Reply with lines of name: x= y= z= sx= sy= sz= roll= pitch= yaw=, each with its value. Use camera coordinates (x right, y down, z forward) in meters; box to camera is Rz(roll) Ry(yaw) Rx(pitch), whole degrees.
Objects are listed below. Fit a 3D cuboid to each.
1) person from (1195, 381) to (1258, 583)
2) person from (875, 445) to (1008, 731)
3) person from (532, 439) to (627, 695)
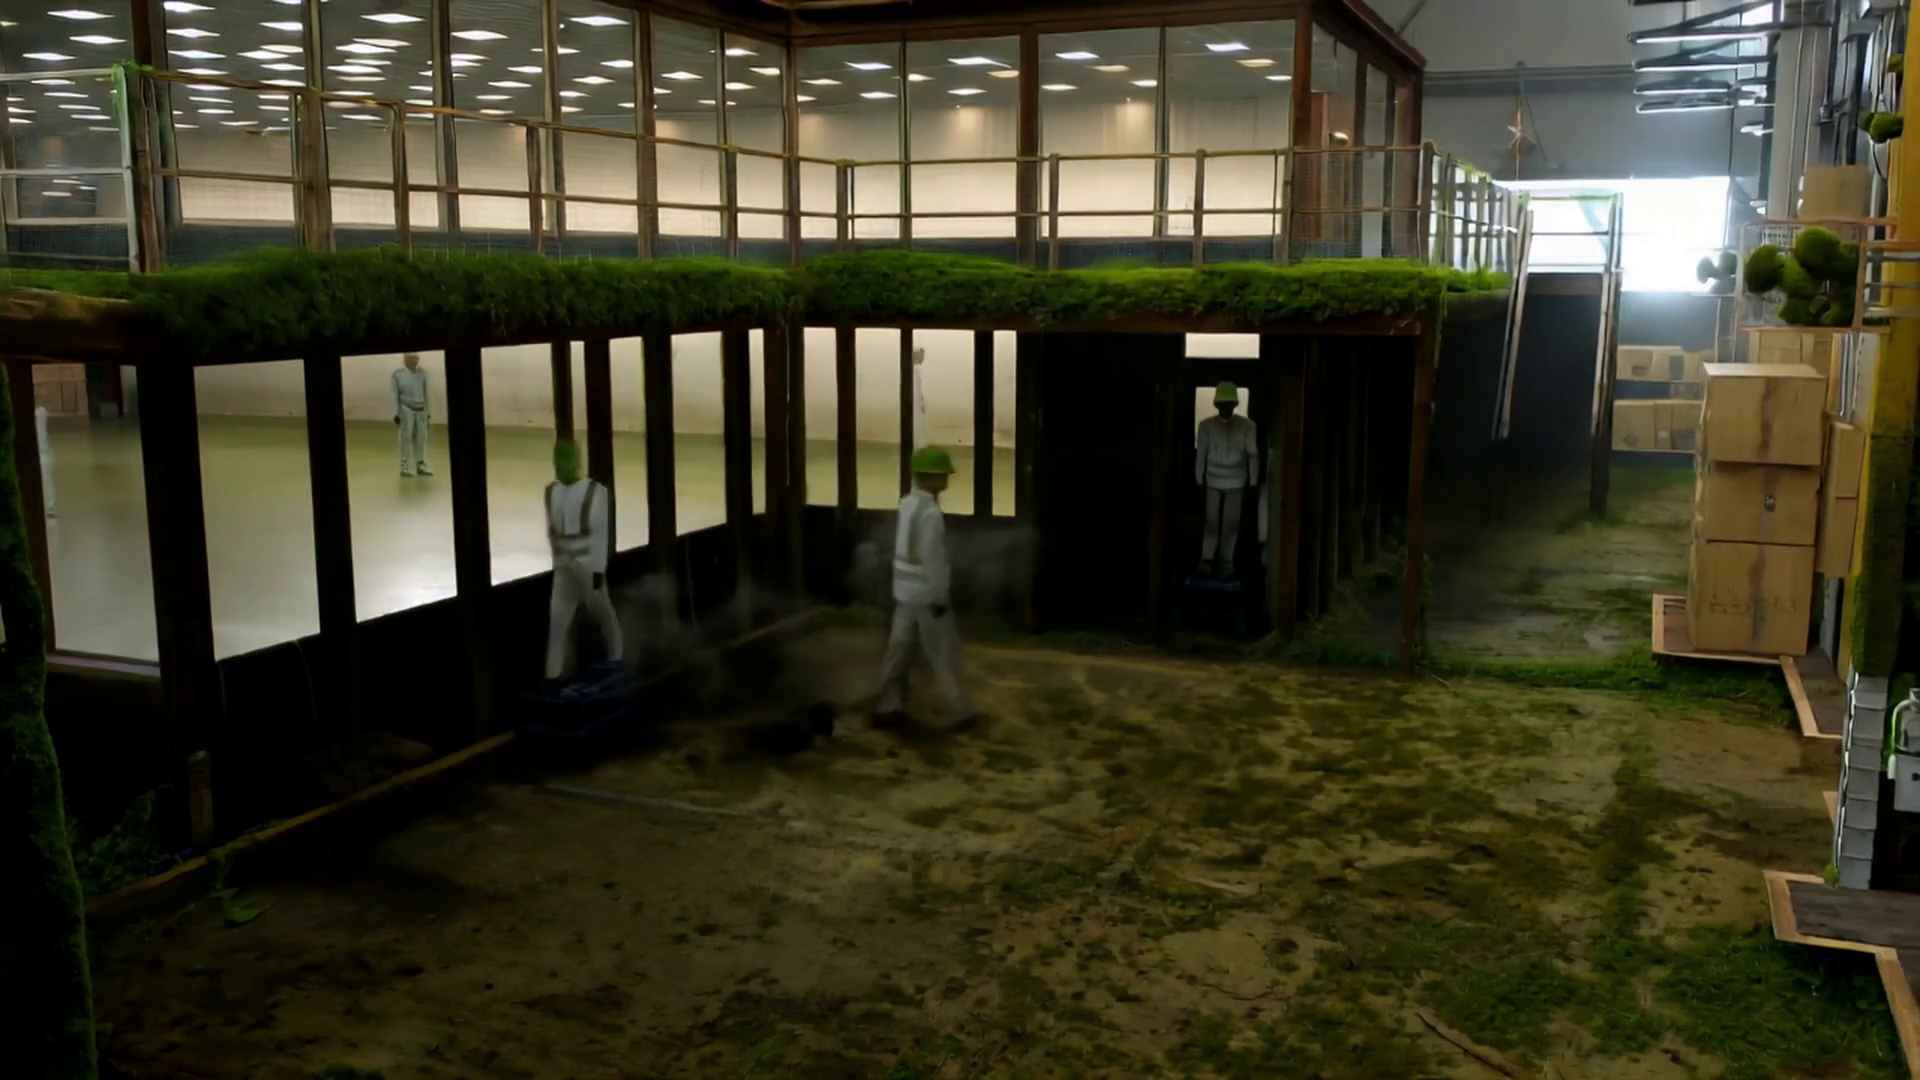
person: x=2.604 y=-0.567 z=16.333 sx=0.633 sy=1.984 sz=0.417 roll=4 pitch=10 yaw=24
person: x=-0.148 y=0.318 z=11.085 sx=0.960 sy=1.898 sz=0.618 roll=-4 pitch=10 yaw=-24
person: x=-2.789 y=0.169 z=12.248 sx=0.583 sy=1.839 sz=0.978 roll=4 pitch=10 yaw=21
